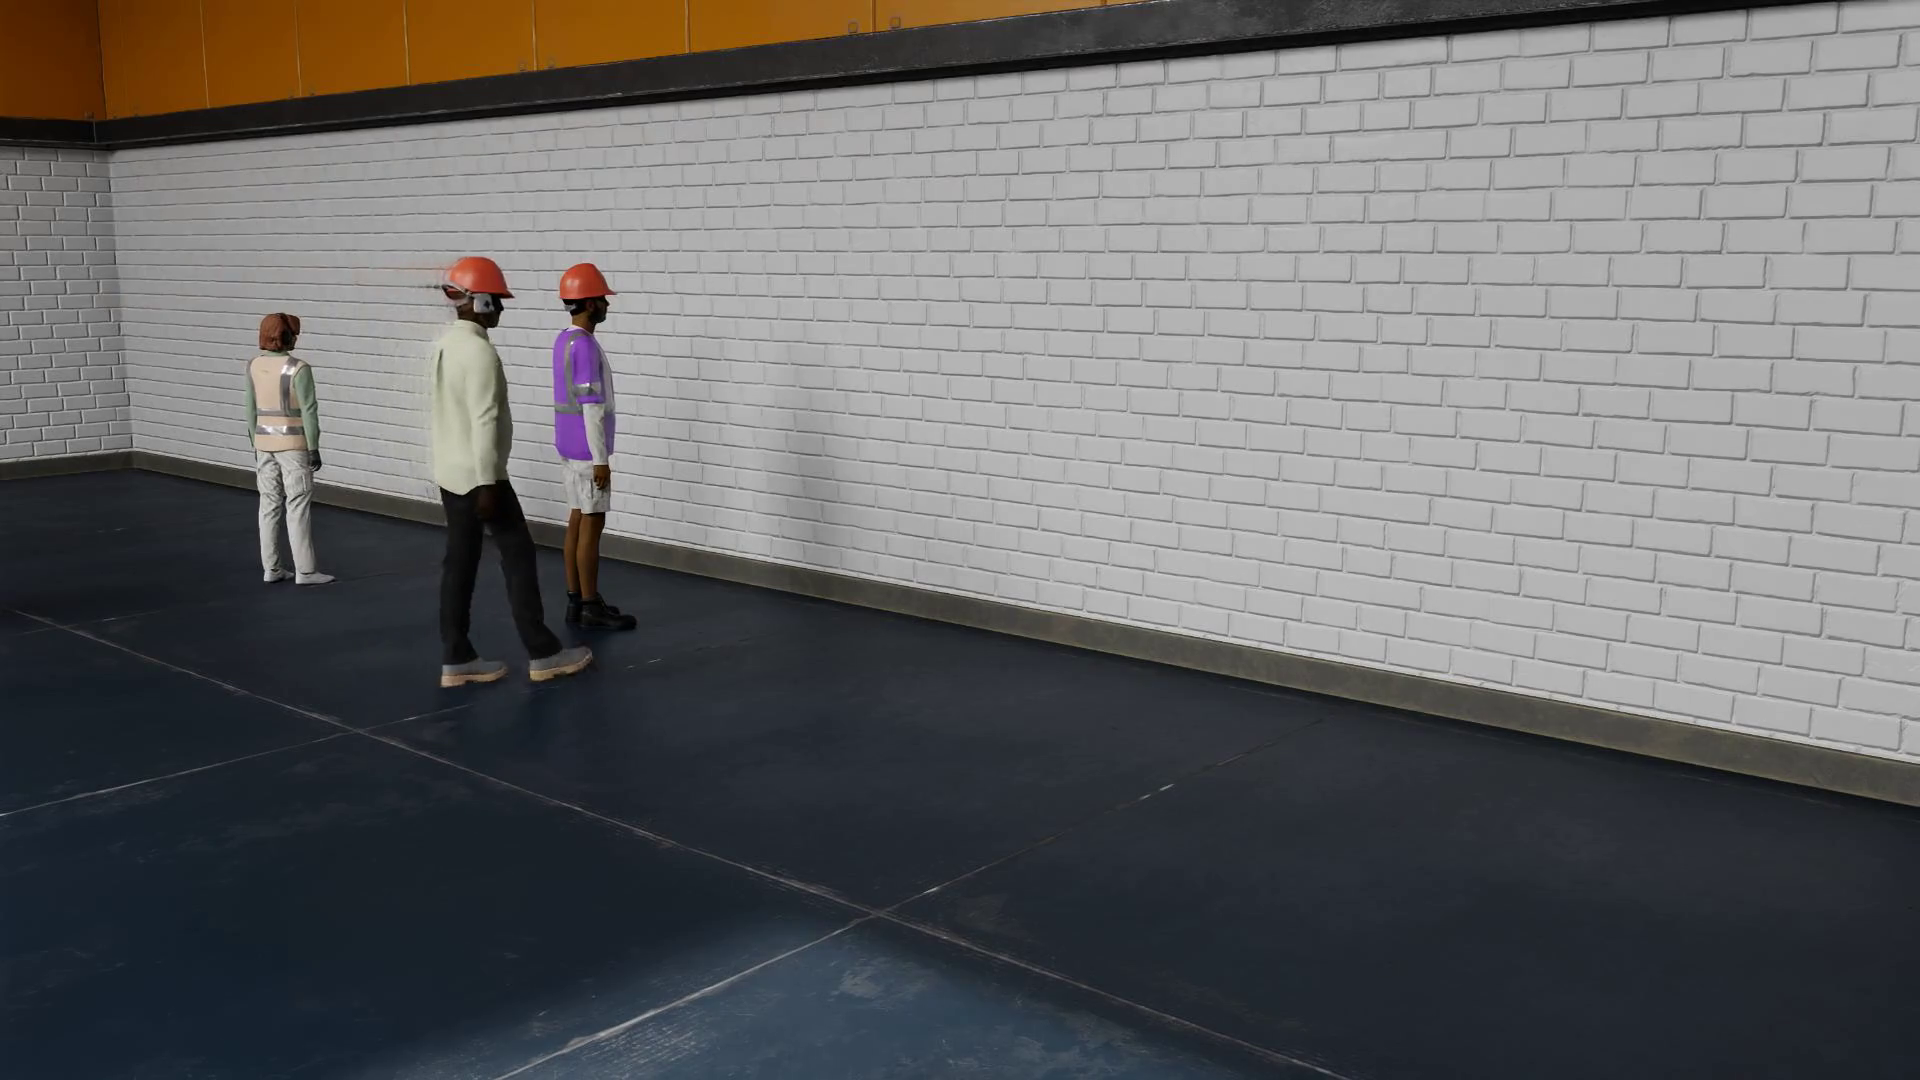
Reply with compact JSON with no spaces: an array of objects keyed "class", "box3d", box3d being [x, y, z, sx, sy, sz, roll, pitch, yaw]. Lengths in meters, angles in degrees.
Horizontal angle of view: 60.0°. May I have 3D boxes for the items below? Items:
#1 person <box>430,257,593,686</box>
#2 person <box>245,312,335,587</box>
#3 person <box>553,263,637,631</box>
[{"class":"person","box3d":[-2.120,-0.315,7.748,0.760,1.971,0.652,-8,12,-37]},{"class":"person","box3d":[-4.050,-0.538,9.982,0.517,1.639,0.314,4,11,24]},{"class":"person","box3d":[-1.962,-0.487,8.832,0.347,1.942,0.548,-5,11,-26]}]
